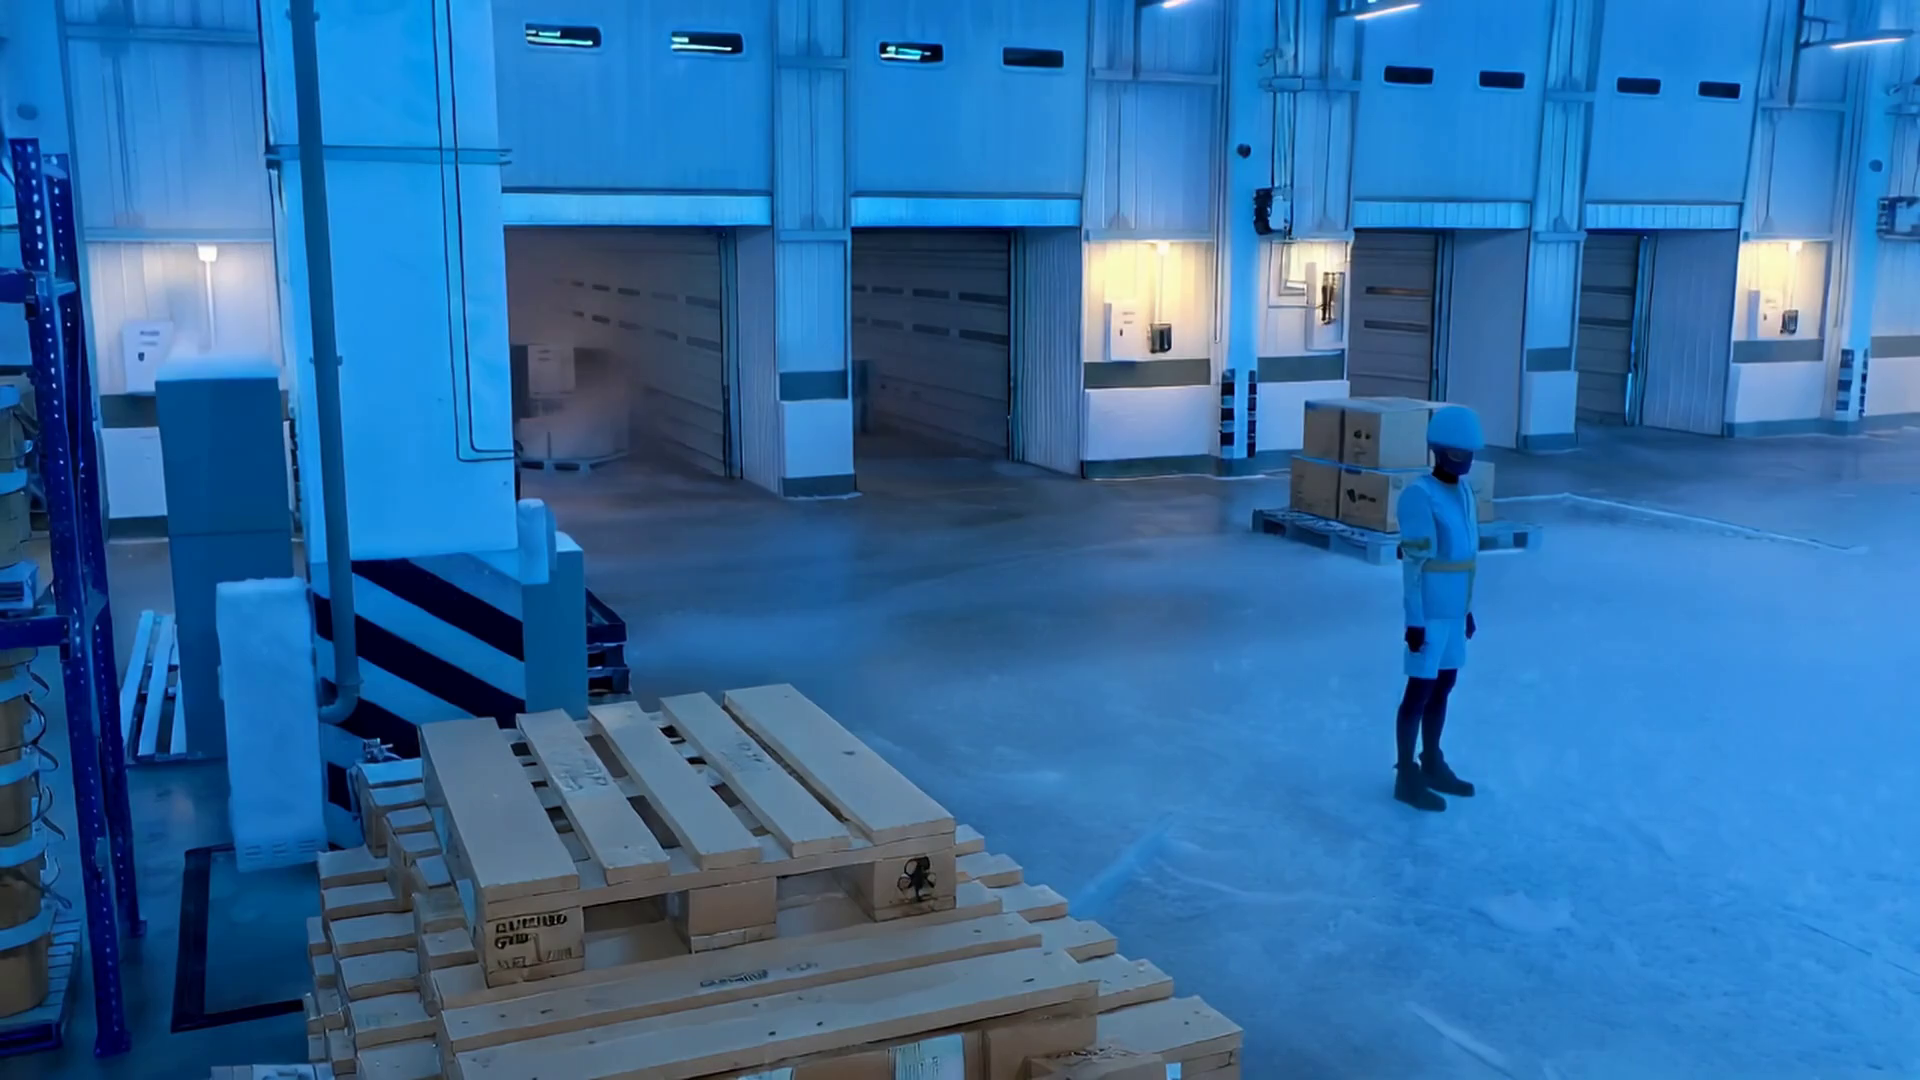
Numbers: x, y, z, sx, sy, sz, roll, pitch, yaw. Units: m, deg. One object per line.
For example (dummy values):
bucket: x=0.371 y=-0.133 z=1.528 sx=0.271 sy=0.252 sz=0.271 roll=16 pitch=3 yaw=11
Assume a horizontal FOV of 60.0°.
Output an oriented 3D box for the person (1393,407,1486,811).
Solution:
person: x=2.327 y=0.324 z=8.005 sx=0.357 sy=1.934 sz=0.551 roll=10 pitch=14 yaw=44
